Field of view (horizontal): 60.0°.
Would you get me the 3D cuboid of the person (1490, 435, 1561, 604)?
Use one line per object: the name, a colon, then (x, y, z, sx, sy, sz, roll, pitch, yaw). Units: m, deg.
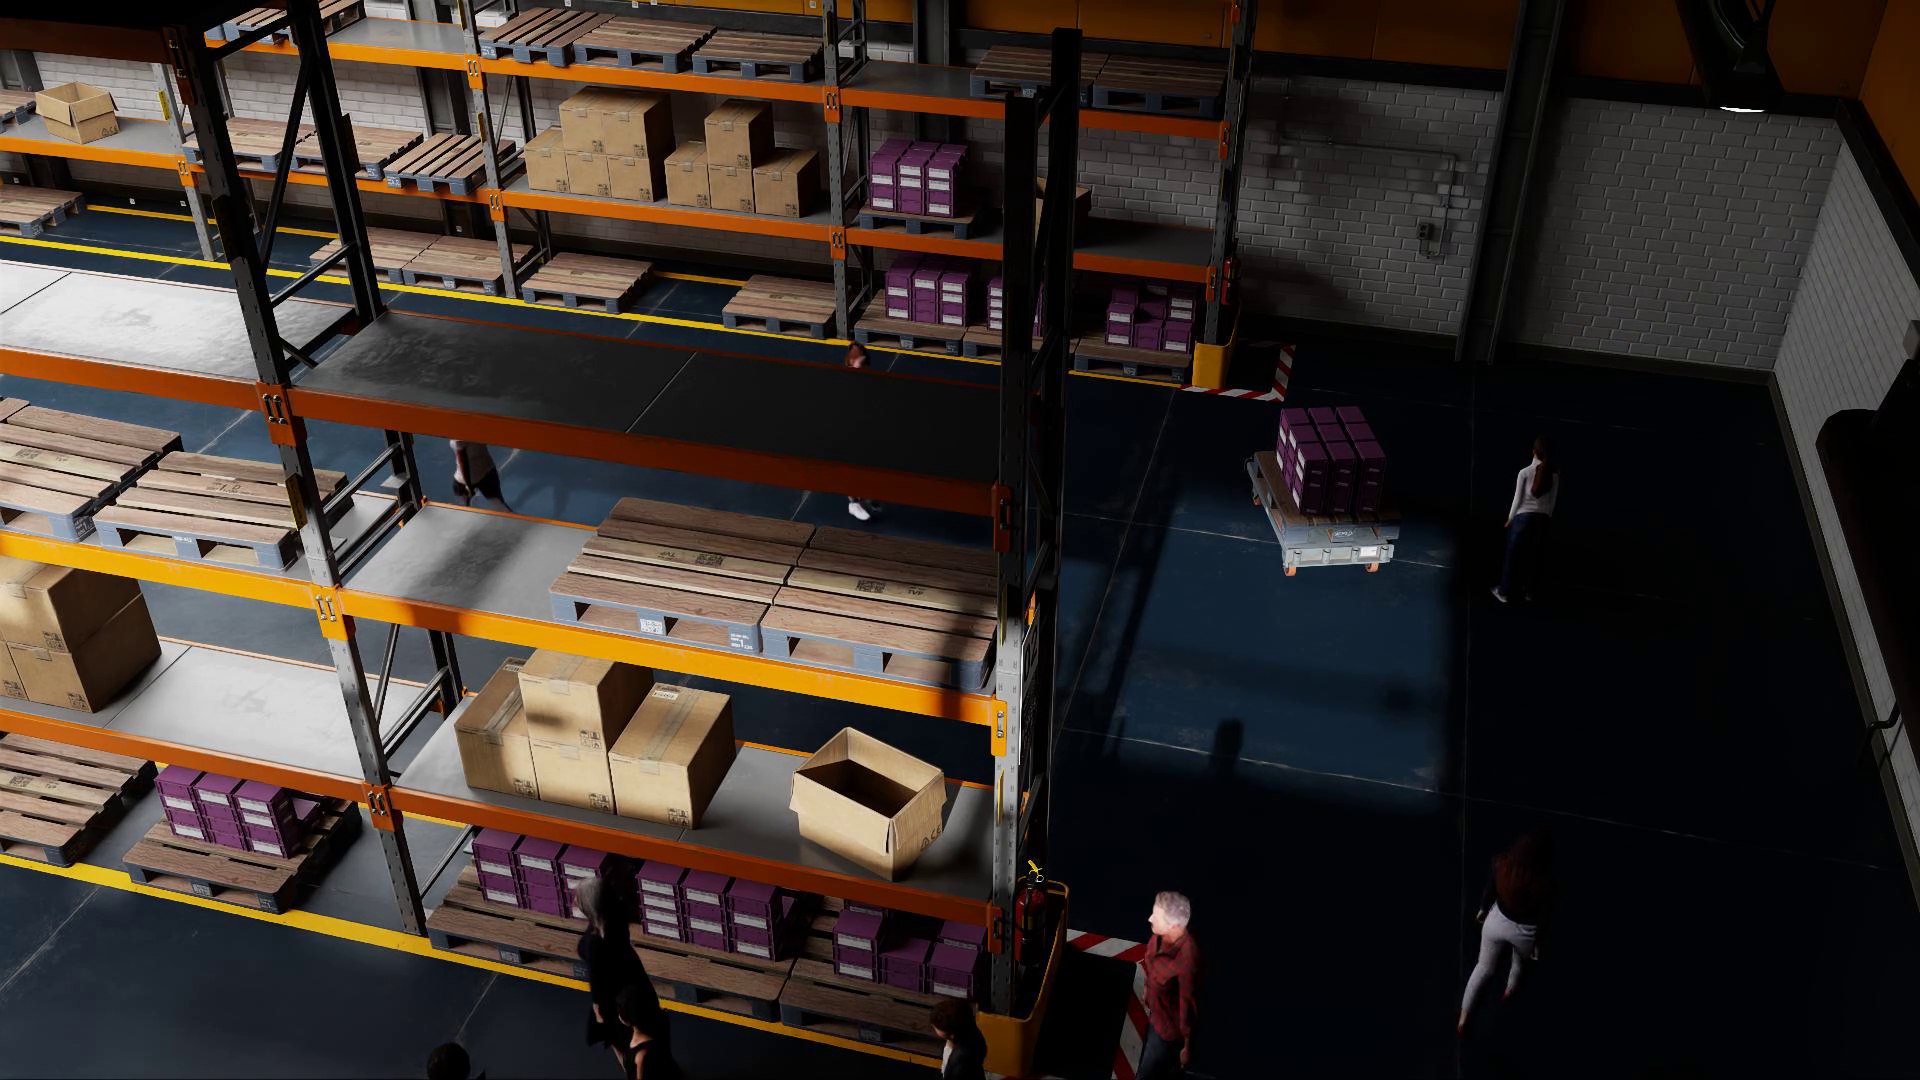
person: (4.719, -0.176, 13.779, 0.523, 1.557, 0.648, -1, 34, -2)

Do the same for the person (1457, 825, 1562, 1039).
person: (3.283, 2.360, 9.941, 1.070, 1.582, 0.952, 25, 41, 32)

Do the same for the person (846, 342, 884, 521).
person: (-0.967, -0.978, 14.822, 0.699, 1.739, 0.733, -25, 41, -33)

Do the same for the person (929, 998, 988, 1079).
person: (0.074, 3.029, 9.068, 0.801, 1.435, 0.667, -3, 34, -4)

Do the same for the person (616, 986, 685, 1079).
person: (-1.569, 2.985, 9.042, 0.656, 1.537, 0.618, -1, 34, -1)

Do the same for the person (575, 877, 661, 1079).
person: (-1.954, 2.562, 9.496, 0.556, 1.738, 0.609, 7, 34, 11)

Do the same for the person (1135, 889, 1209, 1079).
person: (1.273, 2.653, 9.286, 0.773, 1.819, 0.816, -3, 34, -5)

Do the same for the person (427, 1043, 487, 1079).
person: (-2.531, 3.217, 8.580, 0.609, 1.662, 0.664, 25, 41, 32)
